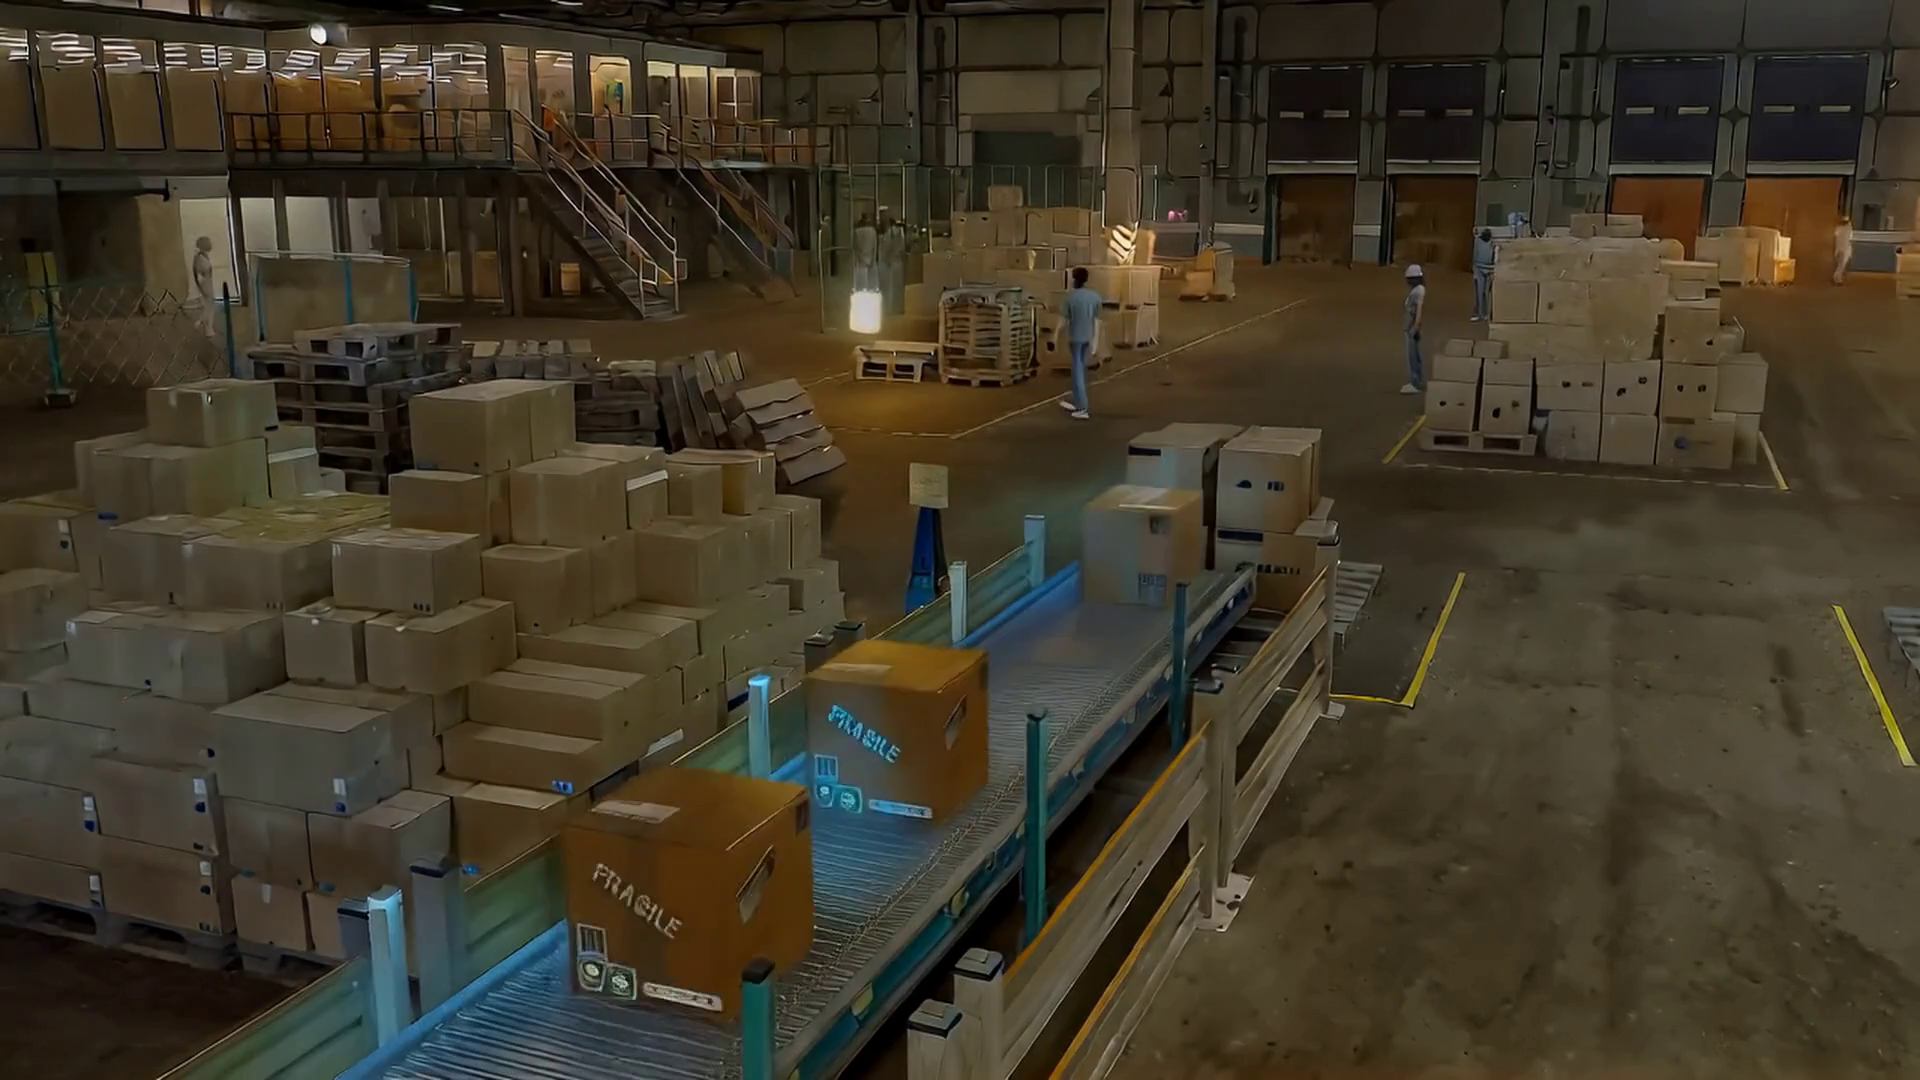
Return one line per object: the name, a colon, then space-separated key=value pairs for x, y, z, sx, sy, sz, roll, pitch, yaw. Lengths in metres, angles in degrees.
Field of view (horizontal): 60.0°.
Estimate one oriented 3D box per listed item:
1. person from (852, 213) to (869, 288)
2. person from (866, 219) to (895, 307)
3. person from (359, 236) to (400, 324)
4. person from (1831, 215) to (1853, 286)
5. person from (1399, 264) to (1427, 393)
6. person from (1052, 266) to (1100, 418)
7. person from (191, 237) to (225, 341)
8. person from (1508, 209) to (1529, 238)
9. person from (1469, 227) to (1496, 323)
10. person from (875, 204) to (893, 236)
person: x=-2.568 y=-7.445 z=42.775 sx=0.540 sy=1.919 sz=0.848 roll=1 pitch=13 yaw=7
person: x=-1.747 y=-6.162 z=36.956 sx=0.608 sy=1.952 sz=1.052 roll=3 pitch=13 yaw=14
person: x=-10.346 y=-4.474 z=29.584 sx=1.054 sy=1.861 sz=0.616 roll=-6 pitch=14 yaw=-26
person: x=22.938 y=-7.525 z=43.276 sx=0.379 sy=1.855 sz=0.511 roll=-10 pitch=16 yaw=-38
person: x=6.169 y=-2.871 z=22.637 sx=0.320 sy=1.742 sz=0.492 roll=2 pitch=13 yaw=7
person: x=1.381 y=-2.442 z=20.507 sx=0.532 sy=1.831 sz=0.831 roll=-8 pitch=15 yaw=-31
person: x=-13.382 y=-4.444 z=29.500 sx=0.454 sy=1.827 sz=0.533 roll=-6 pitch=14 yaw=-25
person: x=14.999 y=-7.897 z=44.712 sx=0.605 sy=1.950 sz=0.380 roll=-4 pitch=13 yaw=-19
person: x=10.453 y=-5.267 z=33.066 sx=0.345 sy=1.882 sz=0.584 roll=-9 pitch=15 yaw=-35
person: x=-2.593 y=-10.493 z=56.605 sx=0.627 sy=1.843 sz=0.429 roll=-4 pitch=13 yaw=-17
